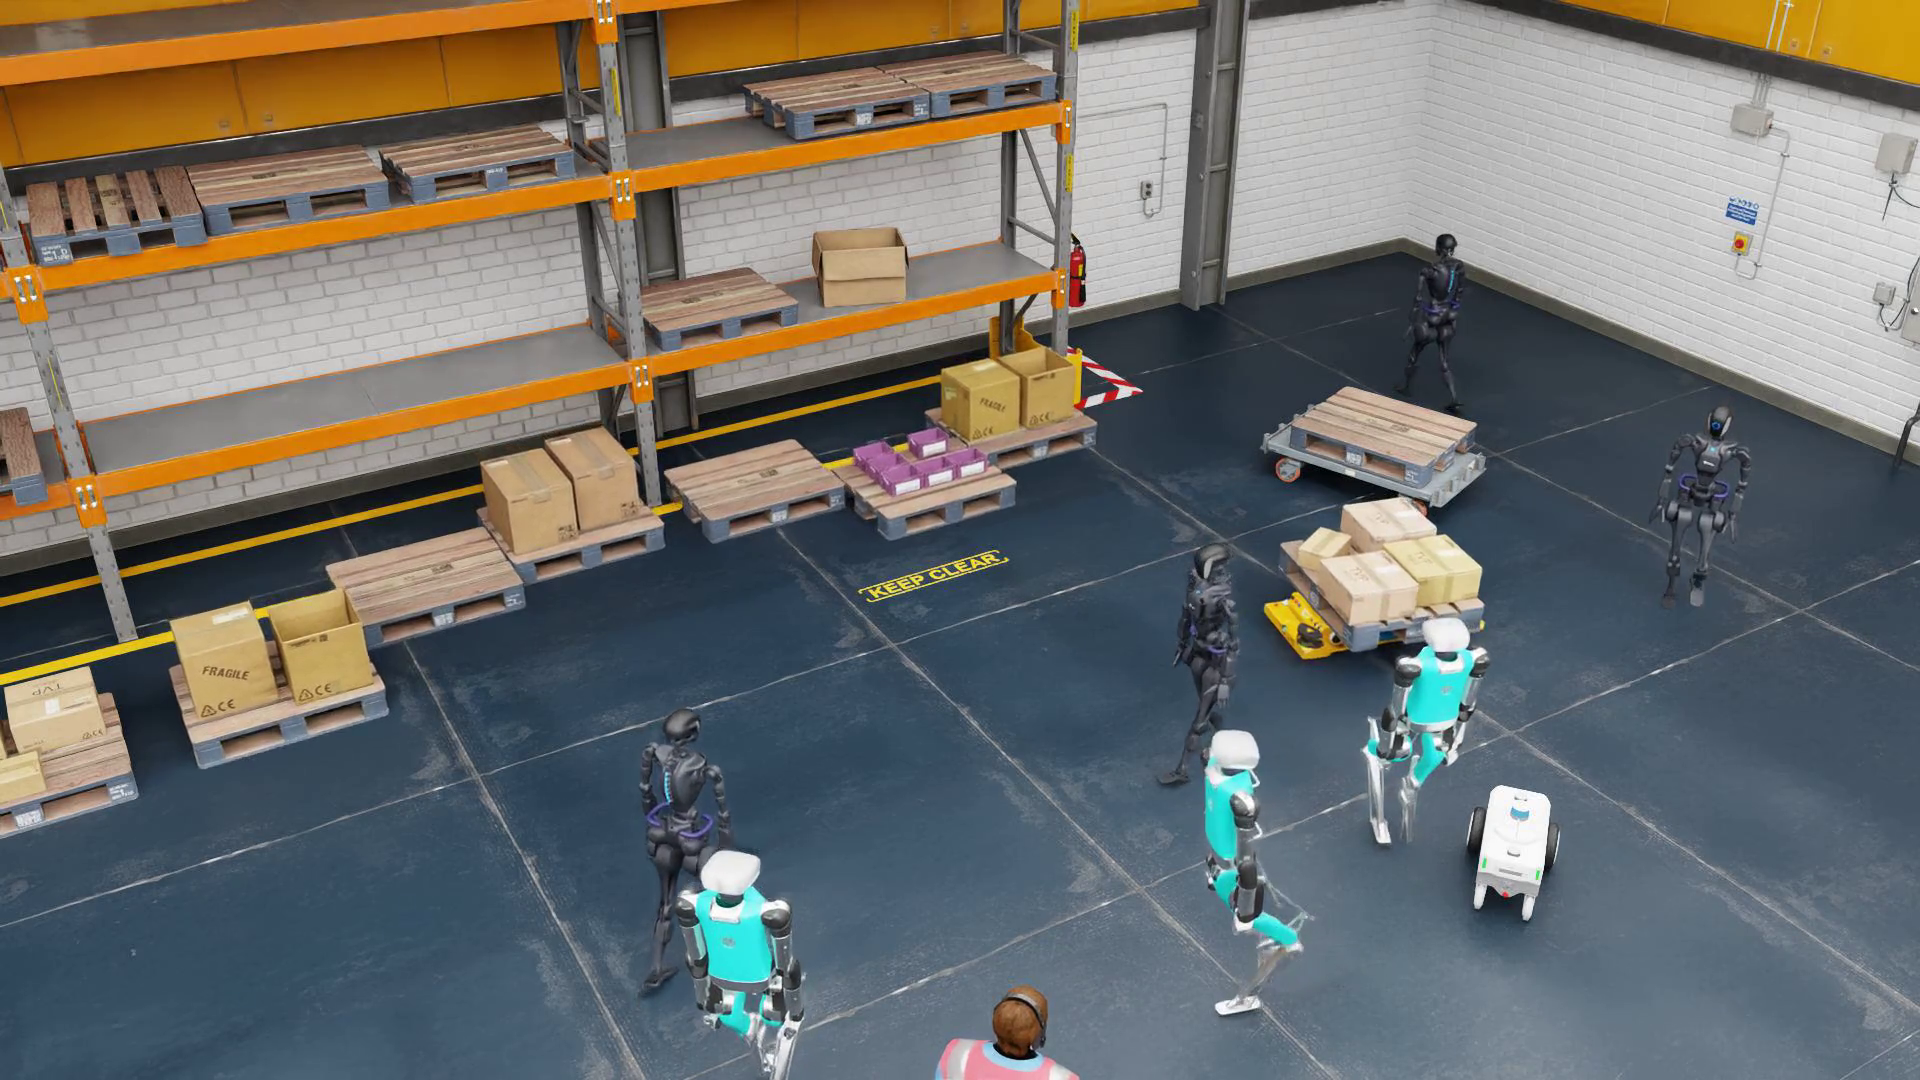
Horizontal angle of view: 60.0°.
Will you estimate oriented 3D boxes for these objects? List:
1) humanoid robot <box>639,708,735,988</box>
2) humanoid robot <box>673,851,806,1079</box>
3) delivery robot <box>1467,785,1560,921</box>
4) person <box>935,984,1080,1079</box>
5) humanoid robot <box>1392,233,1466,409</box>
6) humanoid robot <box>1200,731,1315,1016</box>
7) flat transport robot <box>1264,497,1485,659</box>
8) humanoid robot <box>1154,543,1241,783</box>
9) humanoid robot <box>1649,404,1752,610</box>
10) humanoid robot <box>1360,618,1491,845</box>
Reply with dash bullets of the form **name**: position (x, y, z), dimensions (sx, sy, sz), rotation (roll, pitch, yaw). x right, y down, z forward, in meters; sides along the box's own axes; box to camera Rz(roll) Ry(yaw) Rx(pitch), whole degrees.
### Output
- **humanoid robot**: position (-1.471, 1.583, 8.804), dimensions (0.592, 1.643, 0.789), rotation (13, 32, 22)
- **humanoid robot**: position (-0.942, 2.109, 7.867), dimensions (0.540, 1.900, 0.754), rotation (5, 30, 9)
- **delivery robot**: position (3.189, 1.759, 9.590), dimensions (0.499, 0.614, 0.808), rotation (10, 31, 18)
- **person**: position (0.214, 2.564, 6.853), dimensions (0.629, 1.836, 0.431), rotation (10, 31, 17)
- **humanoid robot**: position (4.342, -1.983, 15.103), dimensions (0.585, 1.639, 0.767), rotation (-14, 32, -23)
- **humanoid robot**: position (1.543, 1.771, 8.470), dimensions (0.724, 1.901, 0.547), rotation (-6, 30, -11)
- **flat transport robot**: position (3.000, 0.522, 12.050), dimensions (1.431, 0.231, 0.659), rotation (-8, 30, -14)
- **humanoid robot**: position (1.516, 0.742, 10.267), dimensions (0.761, 1.625, 0.596), rotation (-14, 32, -23)
- **humanoid robot**: position (5.303, -0.232, 11.952), dimensions (0.612, 1.642, 0.335), rotation (16, 33, 25)
- **humanoid robot**: position (2.571, 1.133, 9.611), dimensions (0.540, 1.882, 0.831), rotation (-5, 30, -9)
